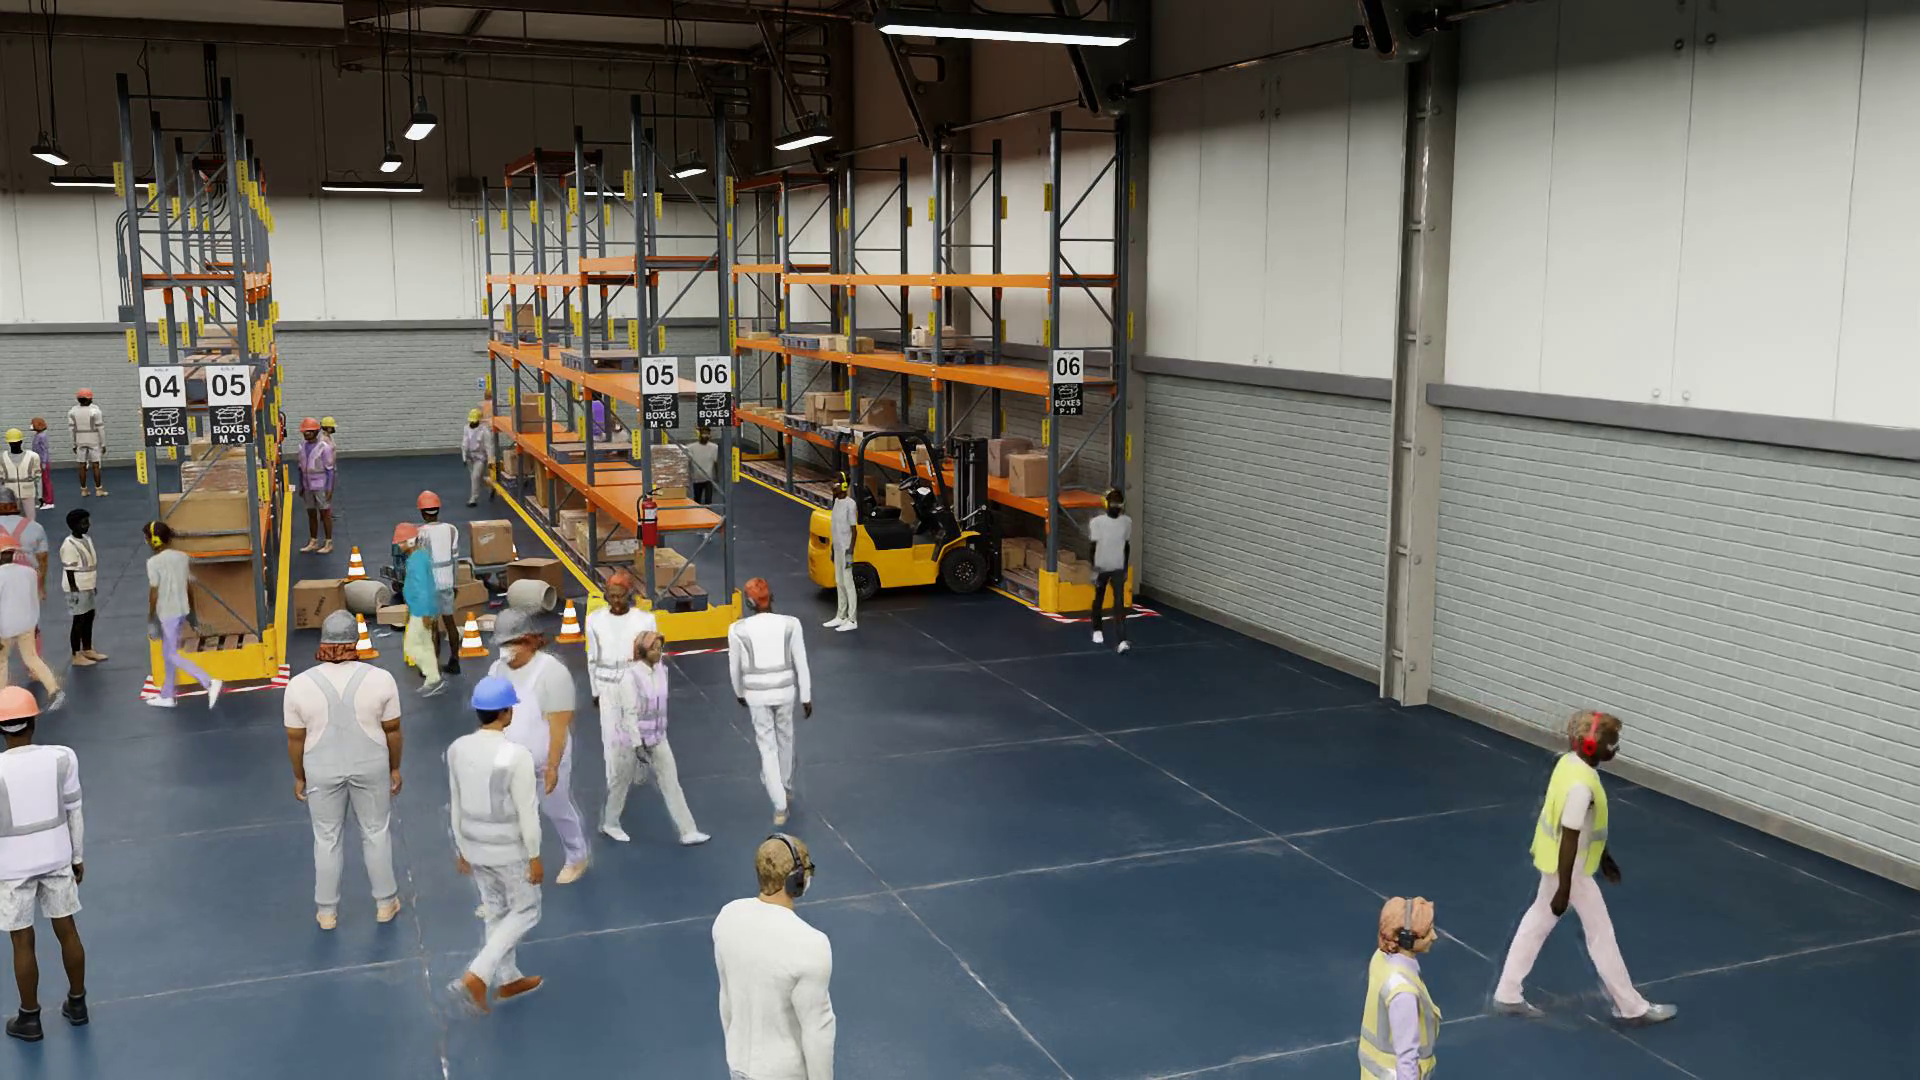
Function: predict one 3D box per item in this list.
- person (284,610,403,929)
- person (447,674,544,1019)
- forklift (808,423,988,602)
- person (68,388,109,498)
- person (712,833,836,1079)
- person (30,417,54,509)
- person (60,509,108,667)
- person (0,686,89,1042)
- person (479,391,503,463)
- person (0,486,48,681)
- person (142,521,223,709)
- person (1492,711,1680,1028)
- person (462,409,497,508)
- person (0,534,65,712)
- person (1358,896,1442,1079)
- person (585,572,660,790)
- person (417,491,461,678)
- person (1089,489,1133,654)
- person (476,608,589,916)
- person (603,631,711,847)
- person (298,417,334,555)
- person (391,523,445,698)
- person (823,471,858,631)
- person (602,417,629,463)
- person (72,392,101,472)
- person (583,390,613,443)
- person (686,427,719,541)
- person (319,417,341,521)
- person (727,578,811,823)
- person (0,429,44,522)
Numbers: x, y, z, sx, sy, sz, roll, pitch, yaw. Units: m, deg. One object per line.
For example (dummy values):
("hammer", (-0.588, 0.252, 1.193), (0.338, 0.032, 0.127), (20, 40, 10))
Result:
("person", (-3.900, 1.439, 10.588), (0.689, 2.000, 0.539), (-3, 10, -19))
("person", (-2.598, 1.706, 9.235), (0.620, 1.934, 0.634), (6, 11, 32))
("forklift", (-0.830, -0.399, 21.676), (2.313, 2.155, 1.214), (-4, 10, -21))
("person", (-16.236, -1.804, 30.992), (0.615, 2.043, 0.373), (-1, 9, -5))
("person", (-0.738, 2.119, 6.679), (0.625, 1.930, 0.380), (8, 12, 41))
("person", (-16.293, -1.361, 29.482), (0.500, 1.636, 0.280), (9, 13, 44))
("person", (-9.306, 0.502, 17.601), (0.319, 1.688, 0.539), (-1, 9, -6))
("person", (-5.045, 1.745, 9.014), (0.384, 1.930, 0.547), (8, 12, 41))
("person", (-10.349, -2.506, 36.678), (0.524, 1.639, 0.308), (1, 9, 8))
("person", (-9.624, 0.443, 16.856), (0.685, 2.000, 0.535), (-8, 12, -41))
("person", (-7.423, 0.720, 15.779), (0.817, 1.834, 0.521), (2, 9, 14))
("person", (3.423, 1.803, 9.085), (0.997, 1.784, 0.562), (2, 9, 11))
("person", (-8.590, -1.473, 29.759), (0.606, 1.785, 0.753), (5, 10, 26))
("person", (-8.890, 0.793, 15.701), (0.836, 1.719, 0.567), (3, 10, 20))
("person", (1.783, 2.242, 6.794), (0.309, 1.639, 0.523), (1, 9, 4))
("person", (-2.626, 1.142, 13.077), (0.579, 1.858, 0.871), (0, 9, -2))
("person", (-5.408, 0.458, 17.095), (0.368, 1.933, 0.552), (6, 11, 34))
("person", (1.645, 0.326, 18.371), (0.536, 1.798, 1.088), (-1, 9, -9))
("person", (-2.821, 1.376, 10.986), (0.683, 2.000, 1.022), (3, 10, 20))
("person", (-2.254, 1.443, 11.992), (0.902, 1.587, 0.523), (6, 11, 32))
("person", (-9.568, -0.798, 24.656), (0.606, 2.045, 0.389), (4, 10, 23))
("person", (-5.325, 0.687, 16.300), (0.418, 1.725, 0.578), (-3, 10, -18))
("person", (-1.383, 0.125, 19.396), (0.328, 1.872, 0.509), (-5, 10, -30))
("person", (-6.330, -1.489, 30.415), (0.510, 1.595, 0.809), (-5, 10, -29))
("person", (-18.360, -2.281, 34.950), (0.576, 1.739, 0.349), (-2, 9, -12))
("person", (-7.366, -2.155, 33.862), (0.633, 1.839, 0.429), (-5, 10, -29))
("person", (-4.072, -0.935, 26.215), (0.547, 1.829, 0.866), (-2, 9, -11))
("person", (-10.671, -1.208, 28.152), (0.343, 1.758, 0.521), (-1, 9, -6))
("person", (-1.484, 1.194, 12.779), (0.596, 1.831, 0.871), (-3, 10, -19))
("person", (-13.640, -0.657, 24.137), (0.595, 1.925, 0.371), (-4, 10, -25))
